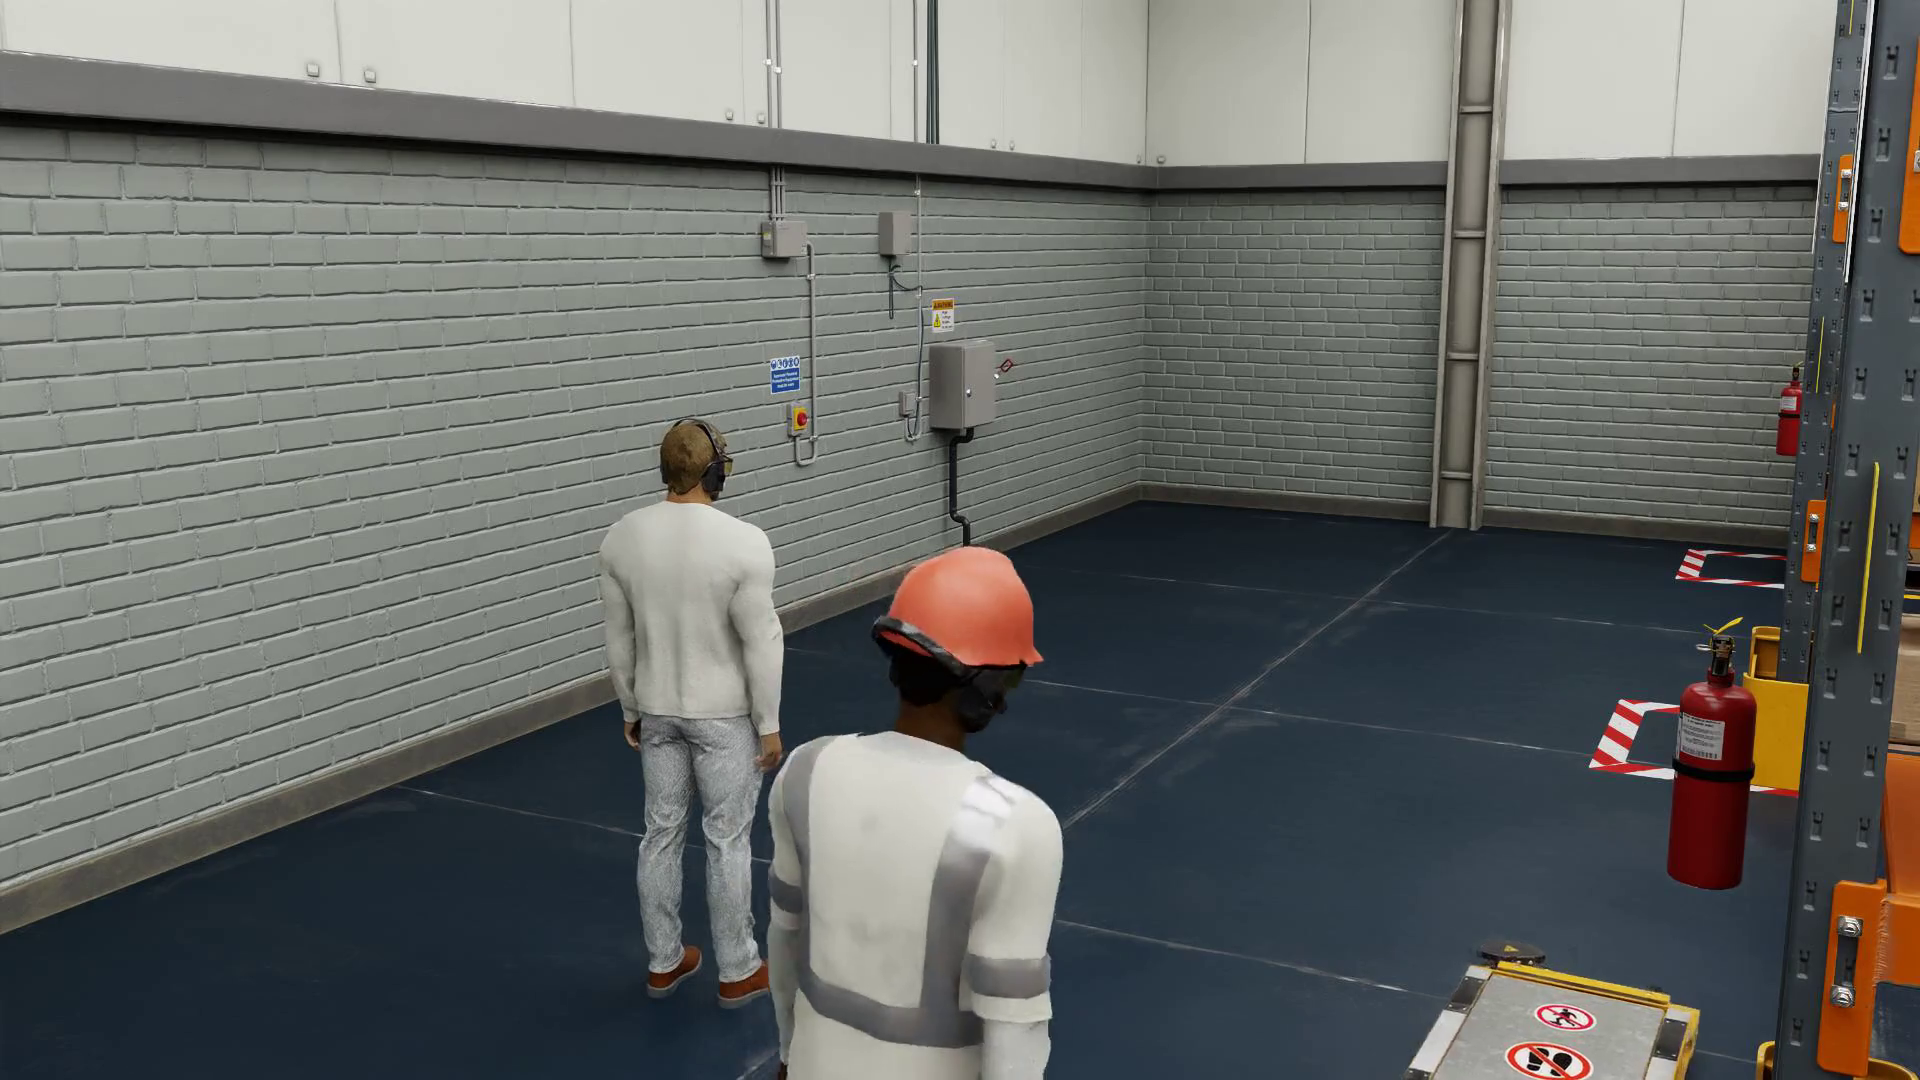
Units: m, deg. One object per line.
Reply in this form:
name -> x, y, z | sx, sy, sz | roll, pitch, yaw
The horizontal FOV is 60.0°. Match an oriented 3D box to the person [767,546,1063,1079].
person -> -0.088, 0.994, 3.010 | 0.673, 1.977, 1.076 | 7, 12, 33

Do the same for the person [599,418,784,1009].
person -> -0.854, 0.568, 5.426 | 0.631, 1.939, 0.370 | 4, 11, 21

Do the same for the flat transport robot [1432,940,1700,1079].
flat transport robot -> 1.672, 1.531, 4.721 | 0.652, 0.197, 1.431 | 6, 12, 29
